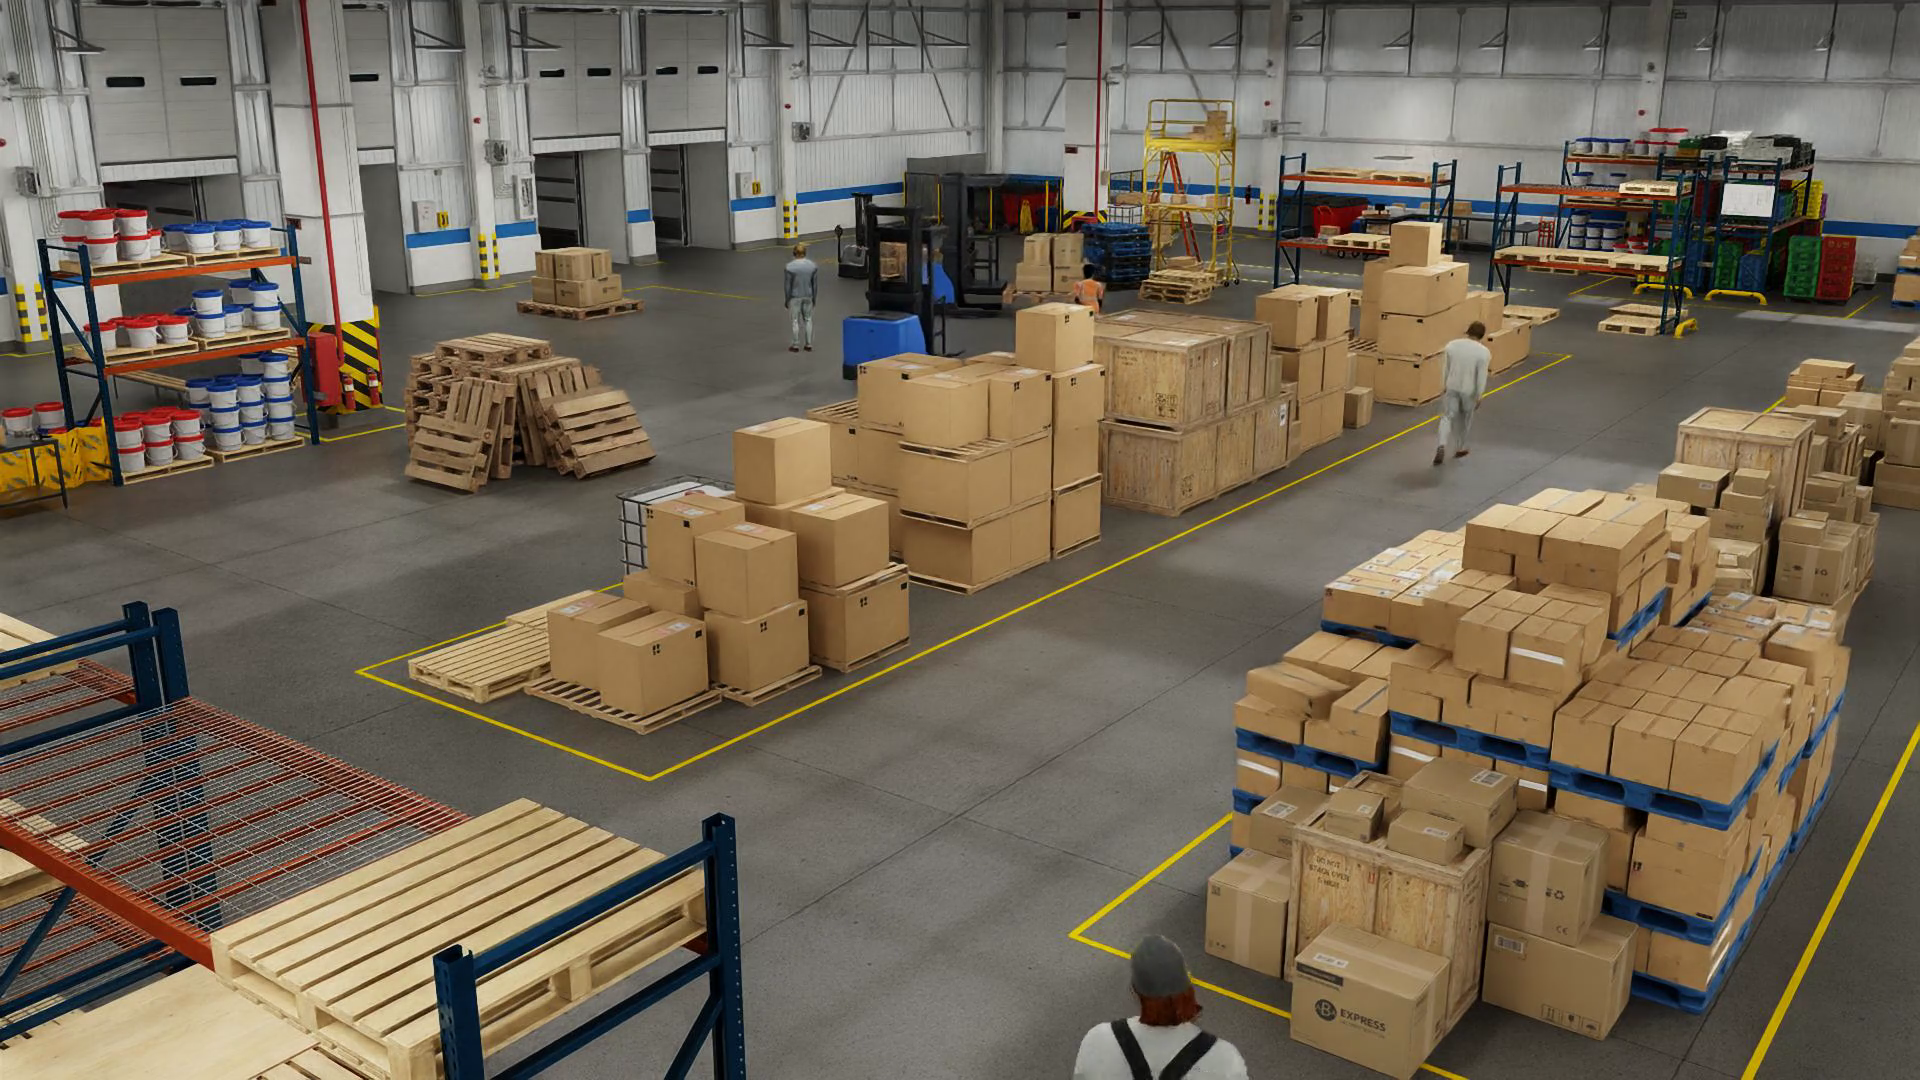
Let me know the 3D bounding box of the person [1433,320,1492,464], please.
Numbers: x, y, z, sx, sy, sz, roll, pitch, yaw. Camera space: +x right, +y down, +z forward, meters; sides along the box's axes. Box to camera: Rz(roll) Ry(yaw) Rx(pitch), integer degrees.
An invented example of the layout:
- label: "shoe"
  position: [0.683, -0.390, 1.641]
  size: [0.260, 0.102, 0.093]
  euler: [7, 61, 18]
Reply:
- label: "person"
  position: [6.593, -1.937, 21.888]
  size: [0.665, 1.891, 0.920]
  euler: [11, 20, 31]

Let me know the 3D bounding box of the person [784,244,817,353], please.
- label: "person"
  position: [-2.840, -4.310, 29.675]
  size: [0.632, 1.930, 0.387]
  euler: [-9, 19, -27]

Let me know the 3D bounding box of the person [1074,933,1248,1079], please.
- label: "person"
  position: [0.824, 2.544, 6.780]
  size: [0.696, 2.000, 0.622]
  euler: [5, 17, 16]

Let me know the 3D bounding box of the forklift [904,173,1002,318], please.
- label: "forklift"
  position: [-0.155, -5.958, 33.503]
  size: [1.873, 2.768, 1.129]
  euler: [3, 17, 9]

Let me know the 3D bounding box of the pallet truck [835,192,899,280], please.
- label: "pallet truck"
  position: [-1.936, -7.159, 38.982]
  size: [1.885, 1.965, 0.823]
  euler: [-12, 21, -34]

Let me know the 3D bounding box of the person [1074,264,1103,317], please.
- label: "person"
  position: [2.265, -3.973, 29.040]
  size: [0.559, 1.643, 0.857]
  euler: [-3, 17, -11]

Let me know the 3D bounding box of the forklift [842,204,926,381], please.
- label: "forklift"
  position: [-1.076, -4.080, 27.285]
  size: [1.129, 2.768, 1.873]
  euler: [8, 18, 24]
